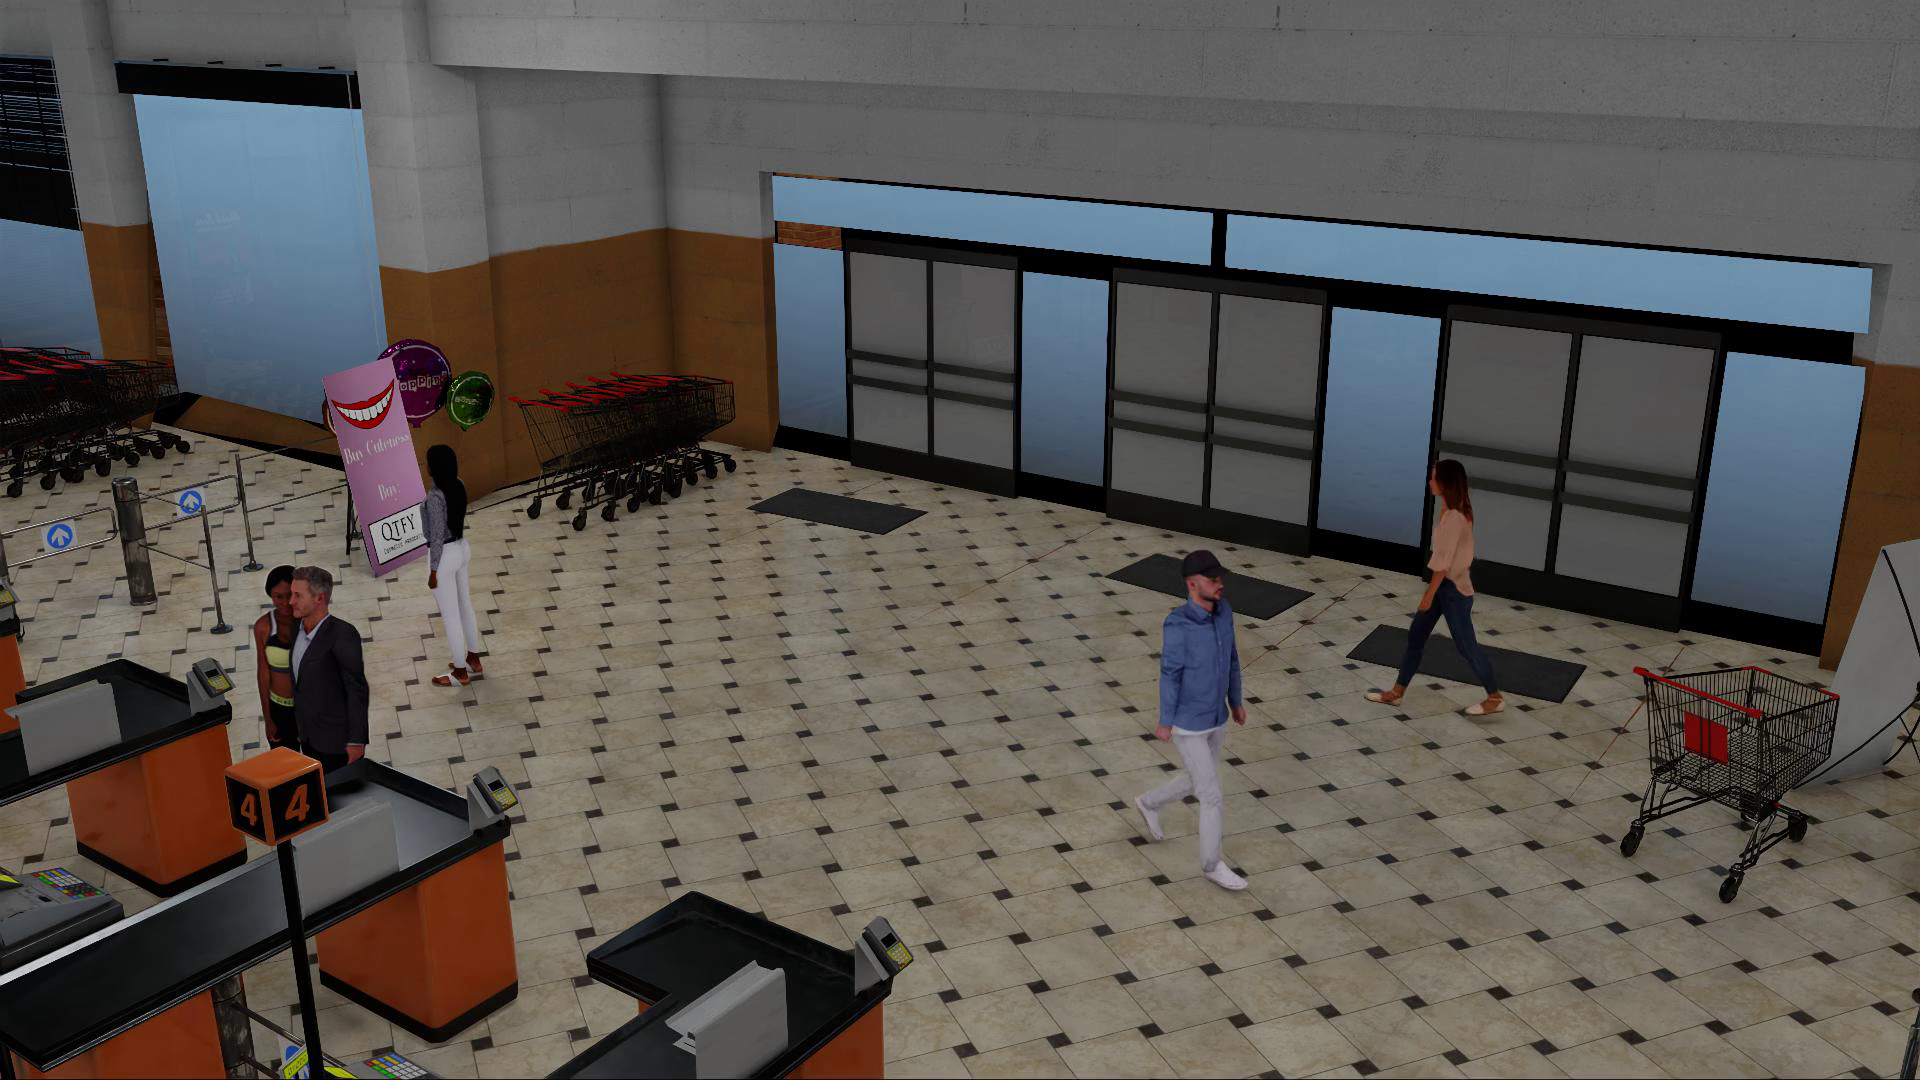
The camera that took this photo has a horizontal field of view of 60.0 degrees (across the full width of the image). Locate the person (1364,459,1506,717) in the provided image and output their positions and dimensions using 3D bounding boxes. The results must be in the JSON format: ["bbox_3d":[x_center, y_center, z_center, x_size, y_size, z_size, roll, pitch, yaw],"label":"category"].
[{"bbox_3d":[3.299,0.372,10.864,1.006,1.743,1.150,2,19,7],"label":"person"}]

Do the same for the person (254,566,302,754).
[{"bbox_3d":[-3.623,0.953,9.132,0.655,1.749,0.725,-5,19,-14],"label":"person"}]

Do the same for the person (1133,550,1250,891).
[{"bbox_3d":[1.245,0.926,9.034,1.095,1.864,0.855,-17,25,-42],"label":"person"}]

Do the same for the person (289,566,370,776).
[{"bbox_3d":[-3.357,1.000,8.850,0.721,1.841,0.576,13,23,35],"label":"person"}]

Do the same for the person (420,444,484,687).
[{"bbox_3d":[-3.537,0.159,11.526,0.728,1.725,0.606,3,19,9],"label":"person"}]
